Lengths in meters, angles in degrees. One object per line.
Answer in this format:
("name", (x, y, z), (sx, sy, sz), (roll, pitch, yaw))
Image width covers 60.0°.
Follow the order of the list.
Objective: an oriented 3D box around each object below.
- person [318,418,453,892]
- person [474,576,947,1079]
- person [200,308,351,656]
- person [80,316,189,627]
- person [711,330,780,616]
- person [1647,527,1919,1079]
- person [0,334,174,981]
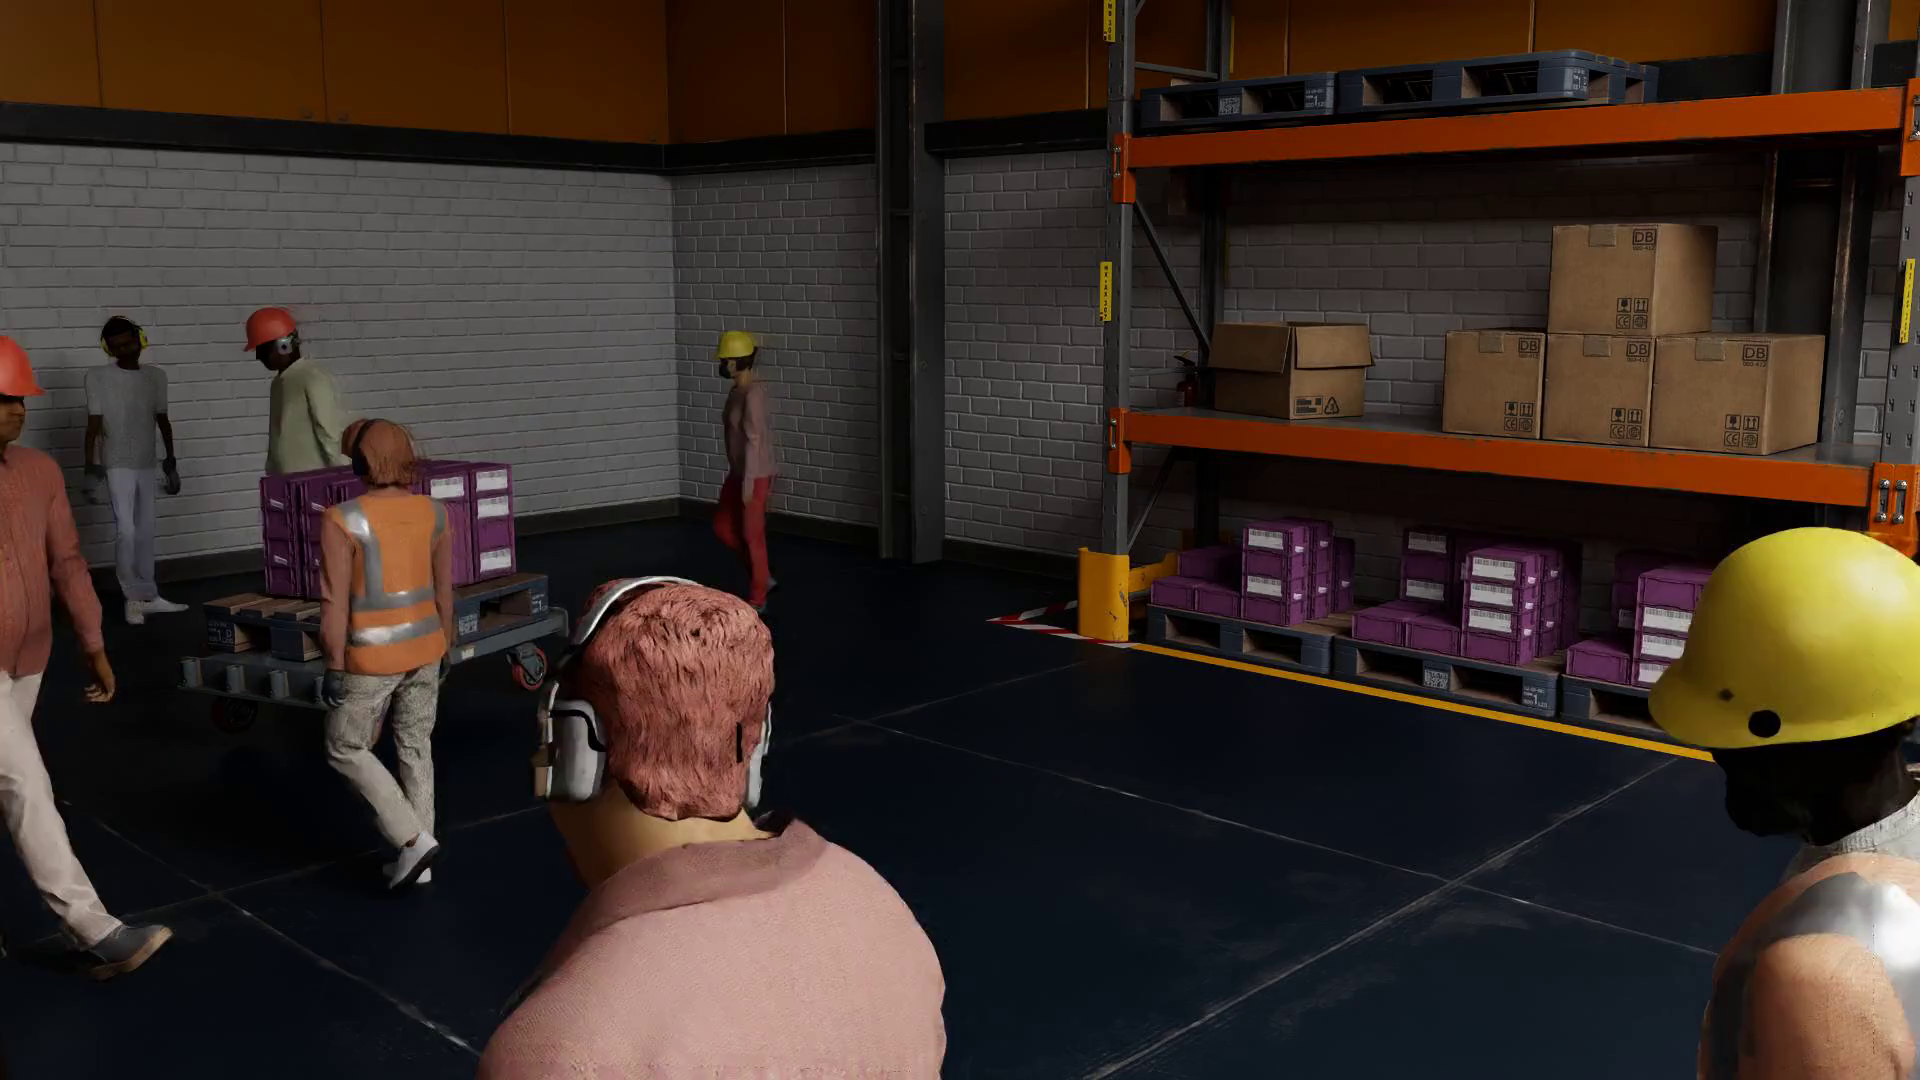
("person", (-1.909, 0.404, 5.590), (0.392, 1.624, 0.538), (6, 11, 32))
("person", (-0.226, 0.965, 1.554), (0.990, 1.837, 0.705), (5, 11, 29))
("person", (-3.561, -0.275, 8.899), (1.101, 1.903, 0.661), (-7, 12, -37))
("person", (-4.941, -0.410, 9.931), (0.483, 1.840, 0.650), (5, 11, 30))
("person", (-1.319, -0.387, 10.049), (0.363, 1.750, 0.547), (-4, 10, -22))
("person", (1.053, 0.900, 1.848), (0.622, 1.861, 0.959), (-8, 12, -39))
("person", (-2.844, 0.348, 4.986), (1.052, 1.931, 0.636), (2, 10, 14))
